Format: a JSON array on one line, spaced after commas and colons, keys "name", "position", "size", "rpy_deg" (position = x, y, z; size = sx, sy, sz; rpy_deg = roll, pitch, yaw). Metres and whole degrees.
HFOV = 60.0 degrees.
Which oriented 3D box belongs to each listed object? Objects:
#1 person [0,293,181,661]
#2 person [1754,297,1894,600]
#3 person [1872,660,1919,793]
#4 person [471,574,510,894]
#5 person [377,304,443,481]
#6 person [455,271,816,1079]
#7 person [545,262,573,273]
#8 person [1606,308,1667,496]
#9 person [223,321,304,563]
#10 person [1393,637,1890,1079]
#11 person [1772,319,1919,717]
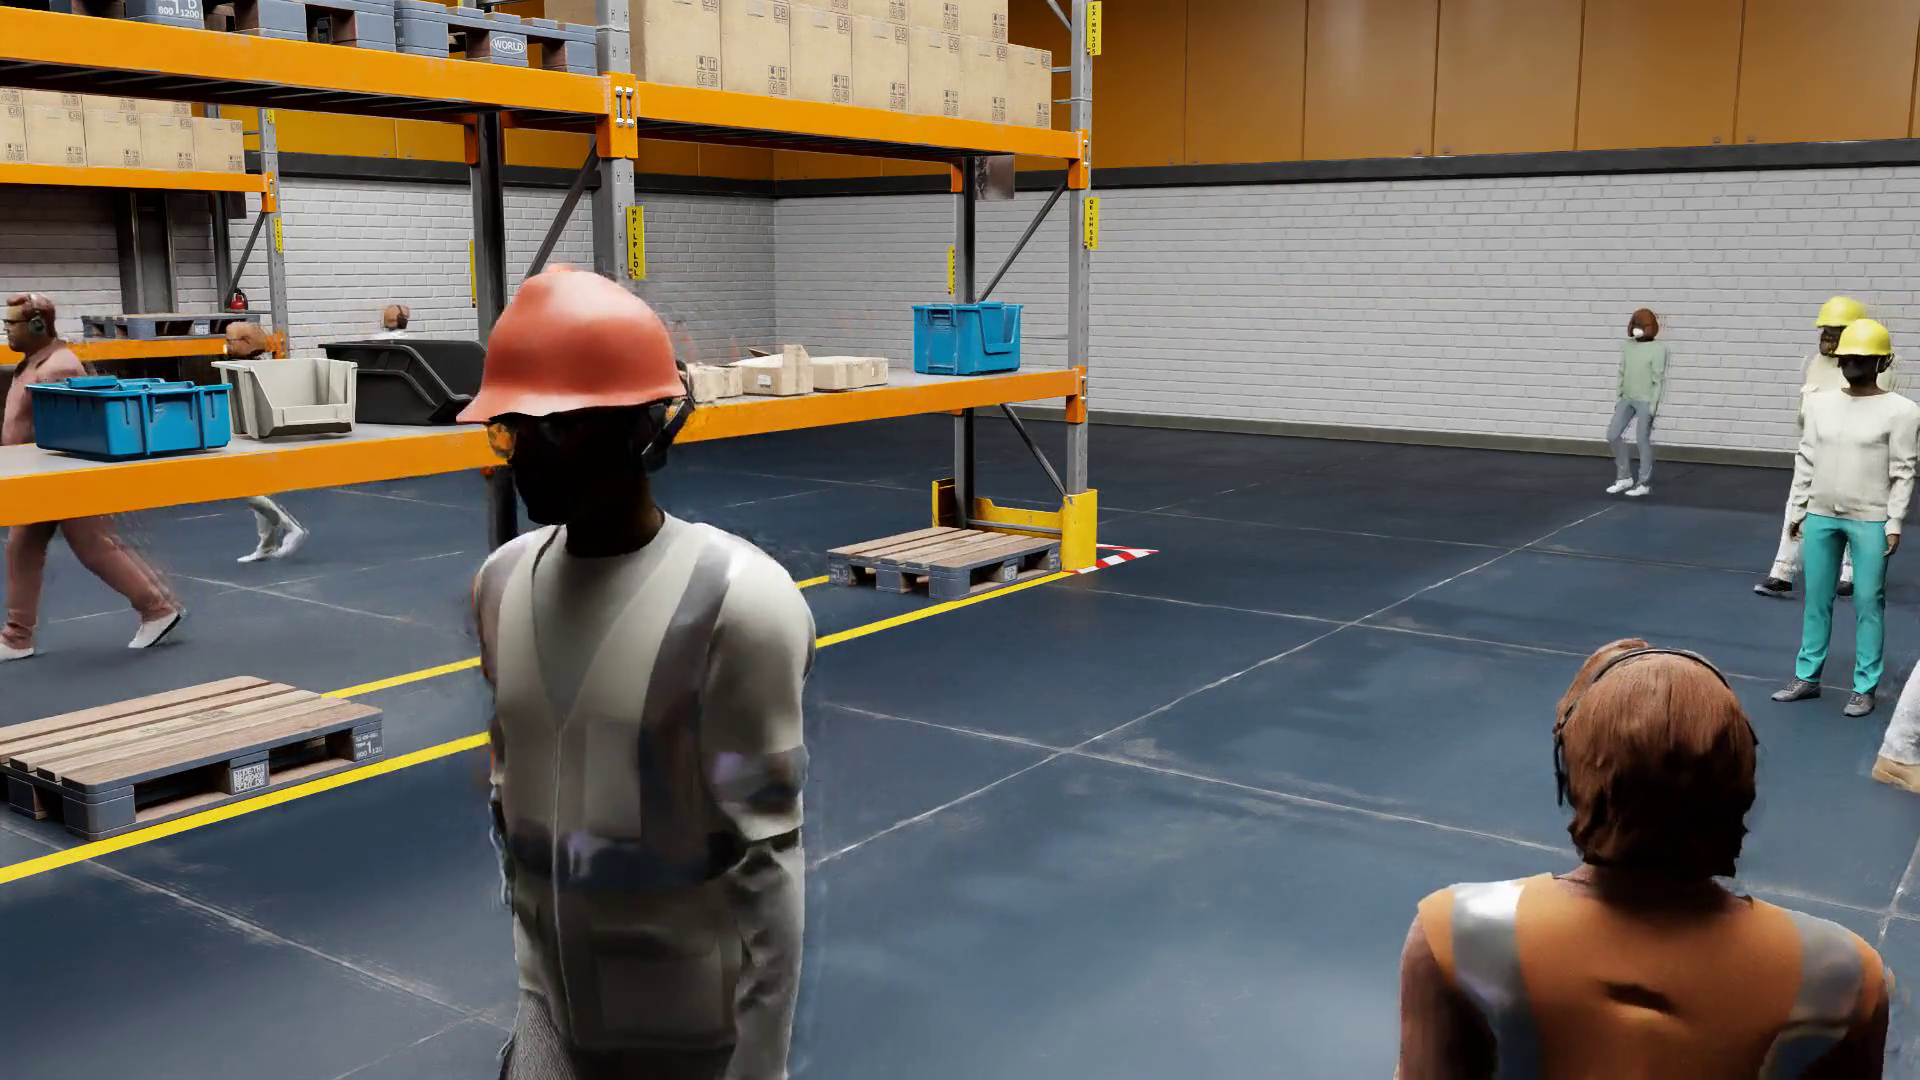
[{"name": "person", "position": [-4.553, -0.323, 8.487], "size": [0.954, 1.873, 0.669], "rpy_deg": [-9, 13, -42]}, {"name": "person", "position": [5.105, -0.517, 9.810], "size": [0.822, 1.797, 0.606], "rpy_deg": [-5, 11, -28]}, {"name": "person", "position": [3.879, 0.130, 6.040], "size": [0.627, 1.783, 0.993], "rpy_deg": [-7, 12, -34]}, {"name": "person", "position": [-0.852, 0.554, 3.792], "size": [0.540, 1.685, 0.372], "rpy_deg": [4, 10, 20]}, {"name": "person", "position": [-5.113, -1.365, 15.404], "size": [0.546, 1.610, 0.698], "rpy_deg": [6, 11, 34]}, {"name": "person", "position": [-0.414, 0.615, 2.485], "size": [0.610, 2.020, 0.879], "rpy_deg": [6, 11, 31]}, {"name": "person", "position": [-3.255, -1.338, 14.086], "size": [0.730, 2.022, 0.611], "rpy_deg": [0, 10, 3]}, {"name": "person", "position": [5.796, -1.176, 14.280], "size": [0.461, 1.612, 0.516], "rpy_deg": [-4, 10, -23]}, {"name": "person", "position": [-4.706, -0.637, 11.079], "size": [0.374, 1.625, 0.514], "rpy_deg": [-5, 11, -29]}, {"name": "person", "position": [0.753, 0.900, 1.951], "size": [0.530, 1.601, 0.786], "rpy_deg": [2, 10, 14]}, {"name": "person", "position": [3.977, -0.100, 7.451], "size": [0.306, 1.770, 0.525], "rpy_deg": [-7, 12, -35]}]
